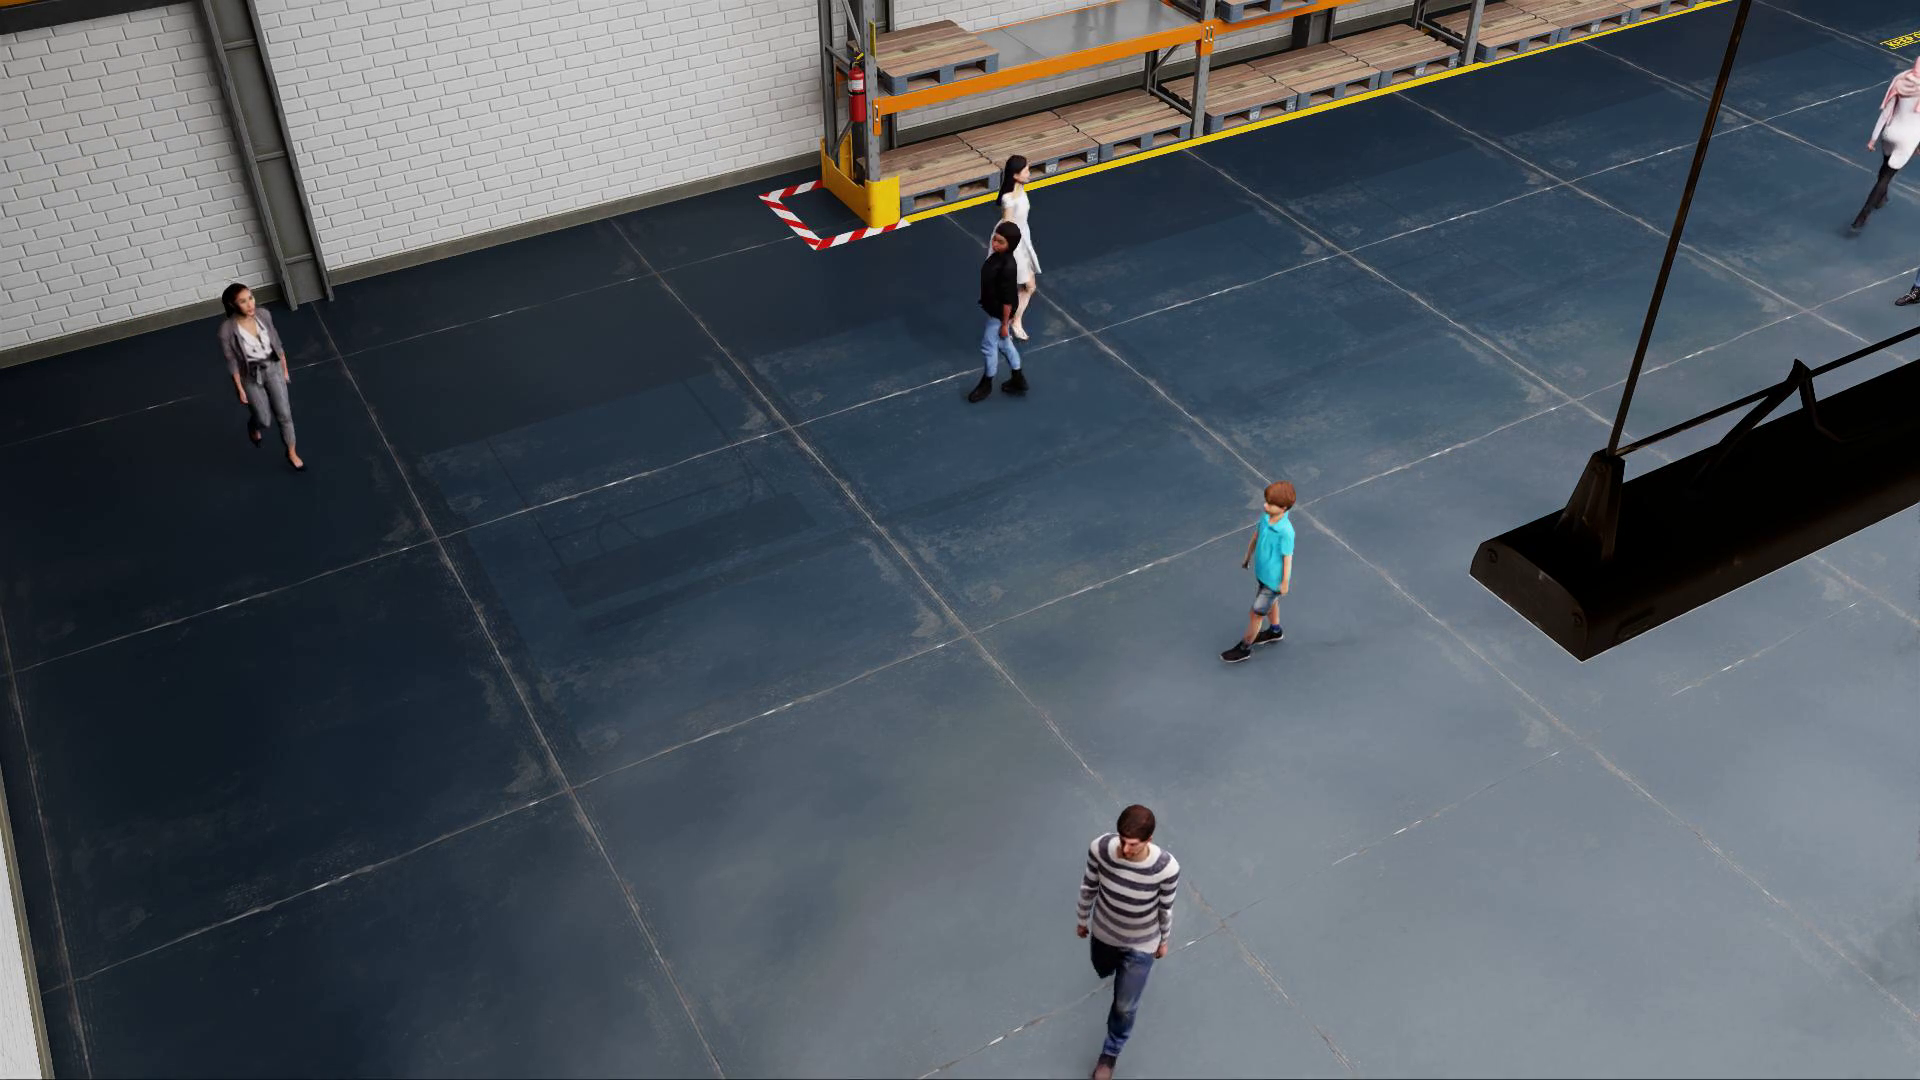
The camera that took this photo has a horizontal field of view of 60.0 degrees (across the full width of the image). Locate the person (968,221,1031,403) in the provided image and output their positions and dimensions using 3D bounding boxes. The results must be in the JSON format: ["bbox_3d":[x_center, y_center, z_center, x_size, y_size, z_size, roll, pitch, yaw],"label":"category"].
[{"bbox_3d":[0.383,-1.894,13.787,0.893,1.687,0.825,0,39,0],"label":"person"}]

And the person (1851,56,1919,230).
[{"bbox_3d":[9.103,-3.840,16.171,1.262,1.752,0.837,-32,48,-34],"label":"person"}]

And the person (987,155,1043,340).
[{"bbox_3d":[0.368,-2.525,14.520,0.914,1.758,0.850,7,39,8],"label":"person"}]

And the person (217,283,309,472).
[{"bbox_3d":[-5.518,-1.281,13.038,0.836,1.664,0.856,28,47,31],"label":"person"}]

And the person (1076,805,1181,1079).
[{"bbox_3d":[0.907,2.005,8.797,1.058,1.821,1.223,17,42,20],"label":"person"}]

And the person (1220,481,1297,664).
[{"bbox_3d":[2.196,0.189,11.384,0.826,1.431,0.647,-10,40,-13],"label":"person"}]
